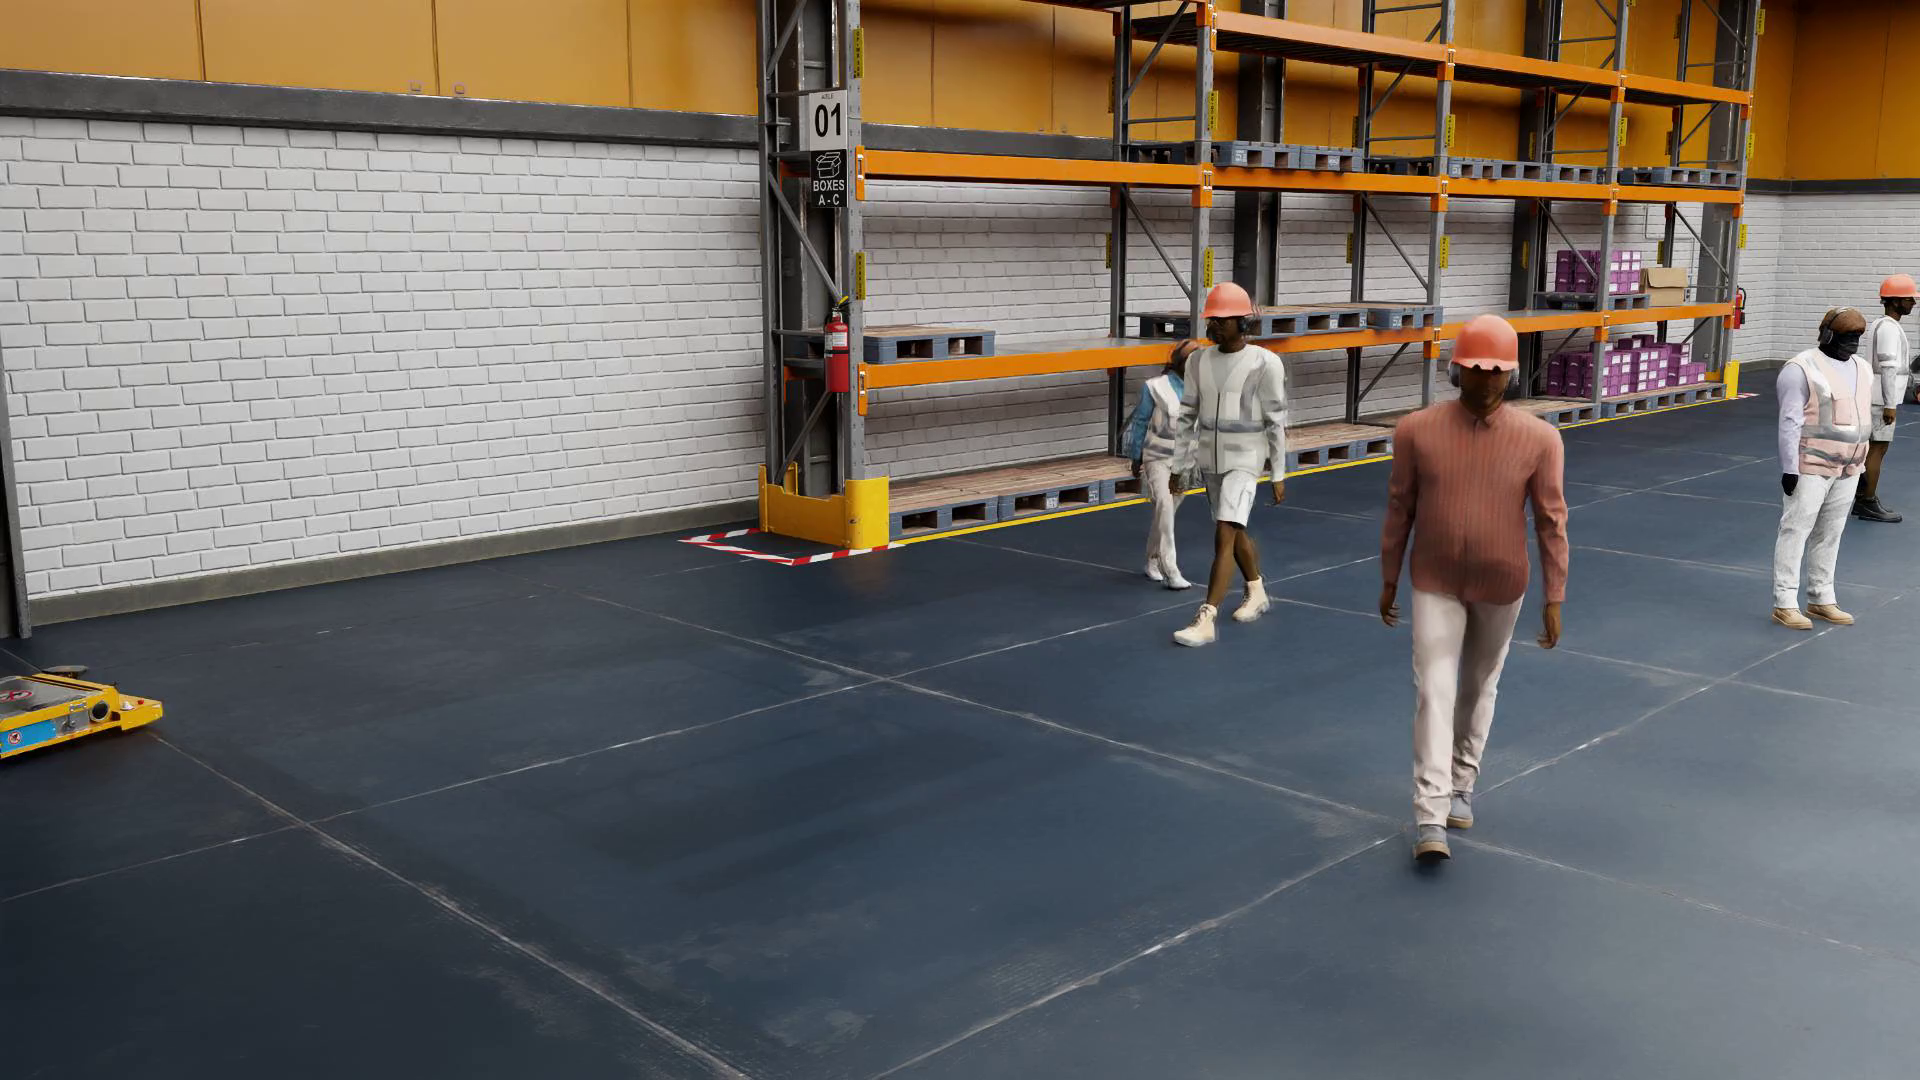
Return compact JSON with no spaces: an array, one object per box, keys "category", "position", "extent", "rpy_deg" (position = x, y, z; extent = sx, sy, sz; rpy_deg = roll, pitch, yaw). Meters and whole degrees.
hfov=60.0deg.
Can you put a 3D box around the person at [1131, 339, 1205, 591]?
[{"category":"person","position":[1.376,-0.478,10.564],"extent":[0.513,1.582,0.791],"rpy_deg":[-3,11,-18]}]

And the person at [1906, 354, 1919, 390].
[{"category":"person","position":[13.826,-3.065,23.458],"extent":[0.776,2.000,0.680],"rpy_deg":[-3,11,-18]}]

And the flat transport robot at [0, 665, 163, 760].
[{"category":"flat transport robot","position":[-4.273,0.813,7.142],"extent":[0.652,0.197,1.431],"rpy_deg":[5,12,27]}]

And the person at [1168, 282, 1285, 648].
[{"category":"person","position":[1.515,-0.448,9.349],"extent":[0.633,1.992,1.063],"rpy_deg":[9,14,42]}]

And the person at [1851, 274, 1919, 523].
[{"category":"person","position":[7.296,-1.114,13.097],"extent":[0.360,1.939,0.543],"rpy_deg":[4,11,19]}]

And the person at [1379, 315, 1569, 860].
[{"category":"person","position":[1.847,0.181,5.988],"extent":[0.647,1.946,0.980],"rpy_deg":[3,11,13]}]

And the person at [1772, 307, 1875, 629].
[{"category":"person","position":[4.968,-0.410,9.541],"extent":[0.621,1.838,0.429],"rpy_deg":[-4,11,-20]}]
